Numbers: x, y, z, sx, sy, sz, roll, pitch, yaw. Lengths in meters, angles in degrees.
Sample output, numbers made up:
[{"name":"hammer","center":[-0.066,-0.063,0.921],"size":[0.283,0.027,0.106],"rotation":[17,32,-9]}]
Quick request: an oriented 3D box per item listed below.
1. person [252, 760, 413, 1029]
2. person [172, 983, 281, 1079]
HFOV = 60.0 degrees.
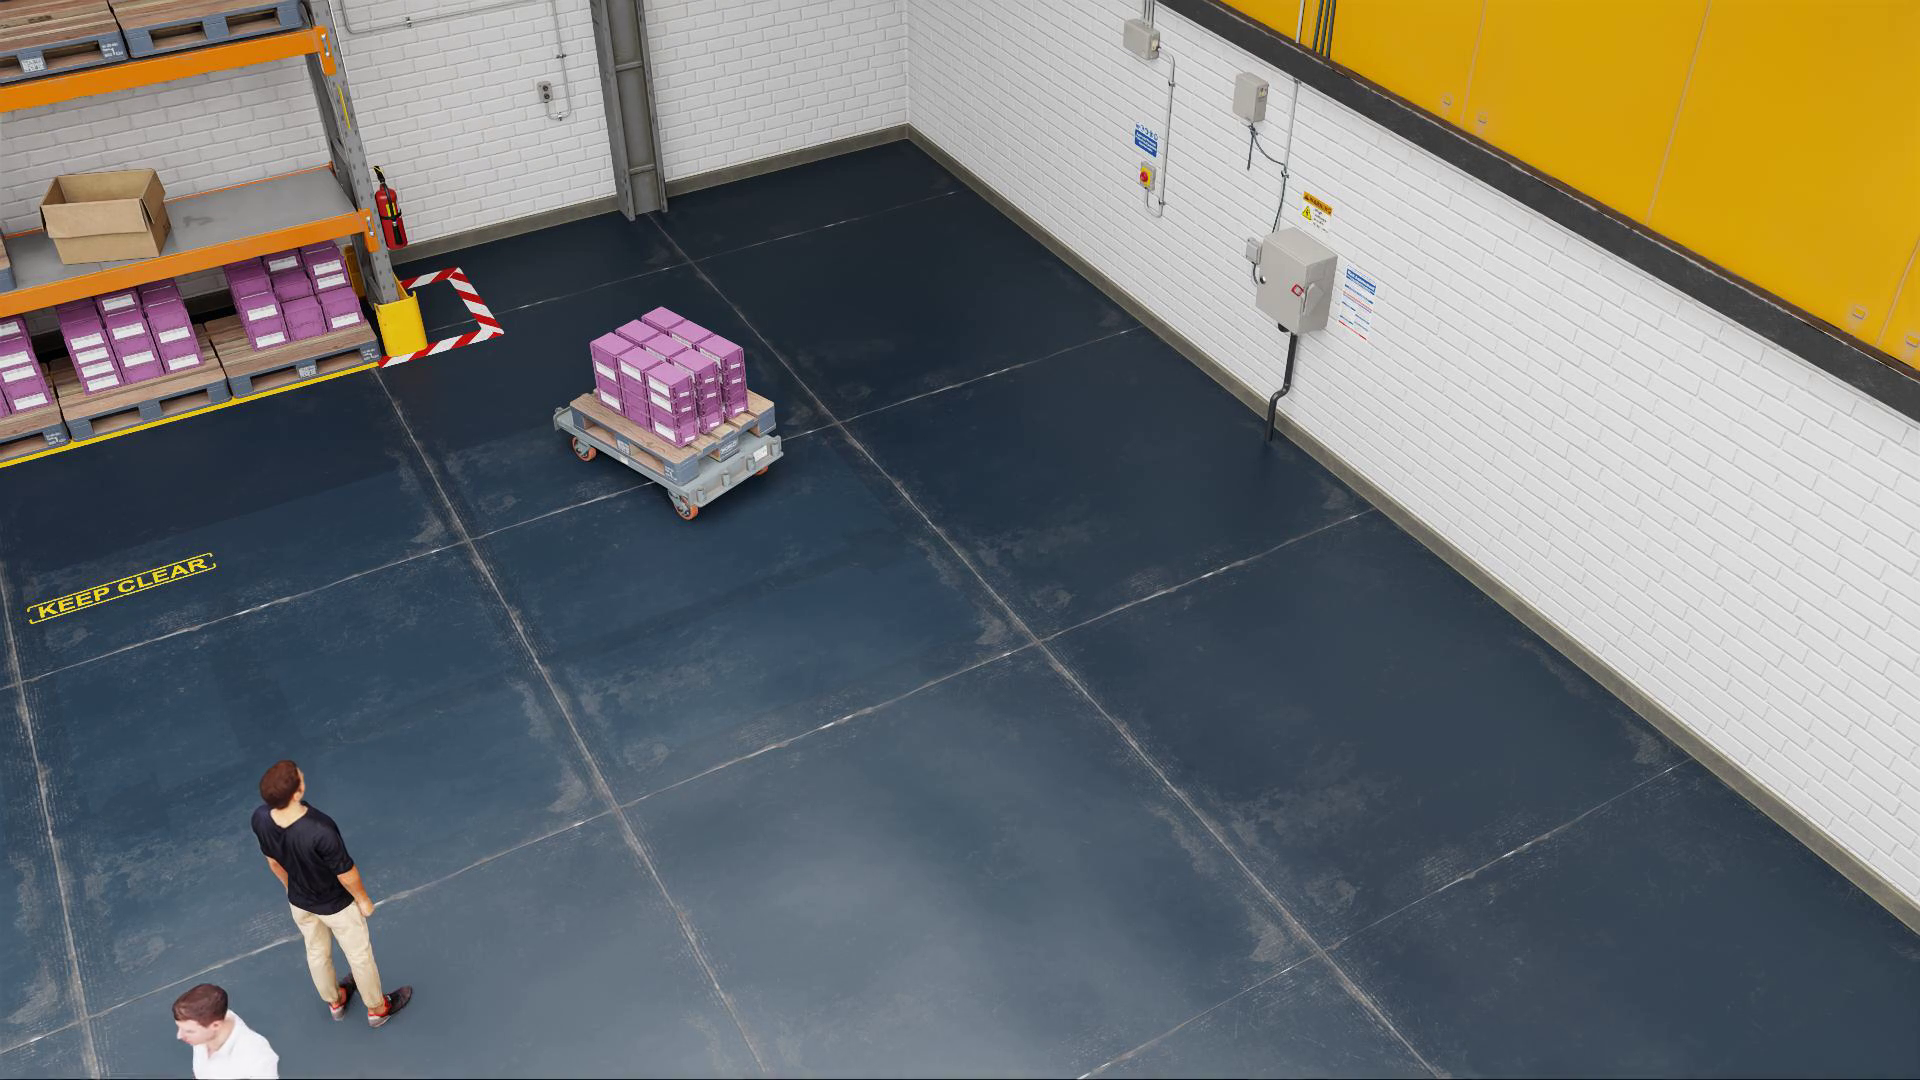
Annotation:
[{"name":"person","center":[-3.202,1.789,8.351],"size":[0.692,1.859,0.753],"rotation":[9,40,11]},{"name":"person","center":[-3.053,2.535,7.463],"size":[0.961,1.802,1.300],"rotation":[28,46,31]}]
